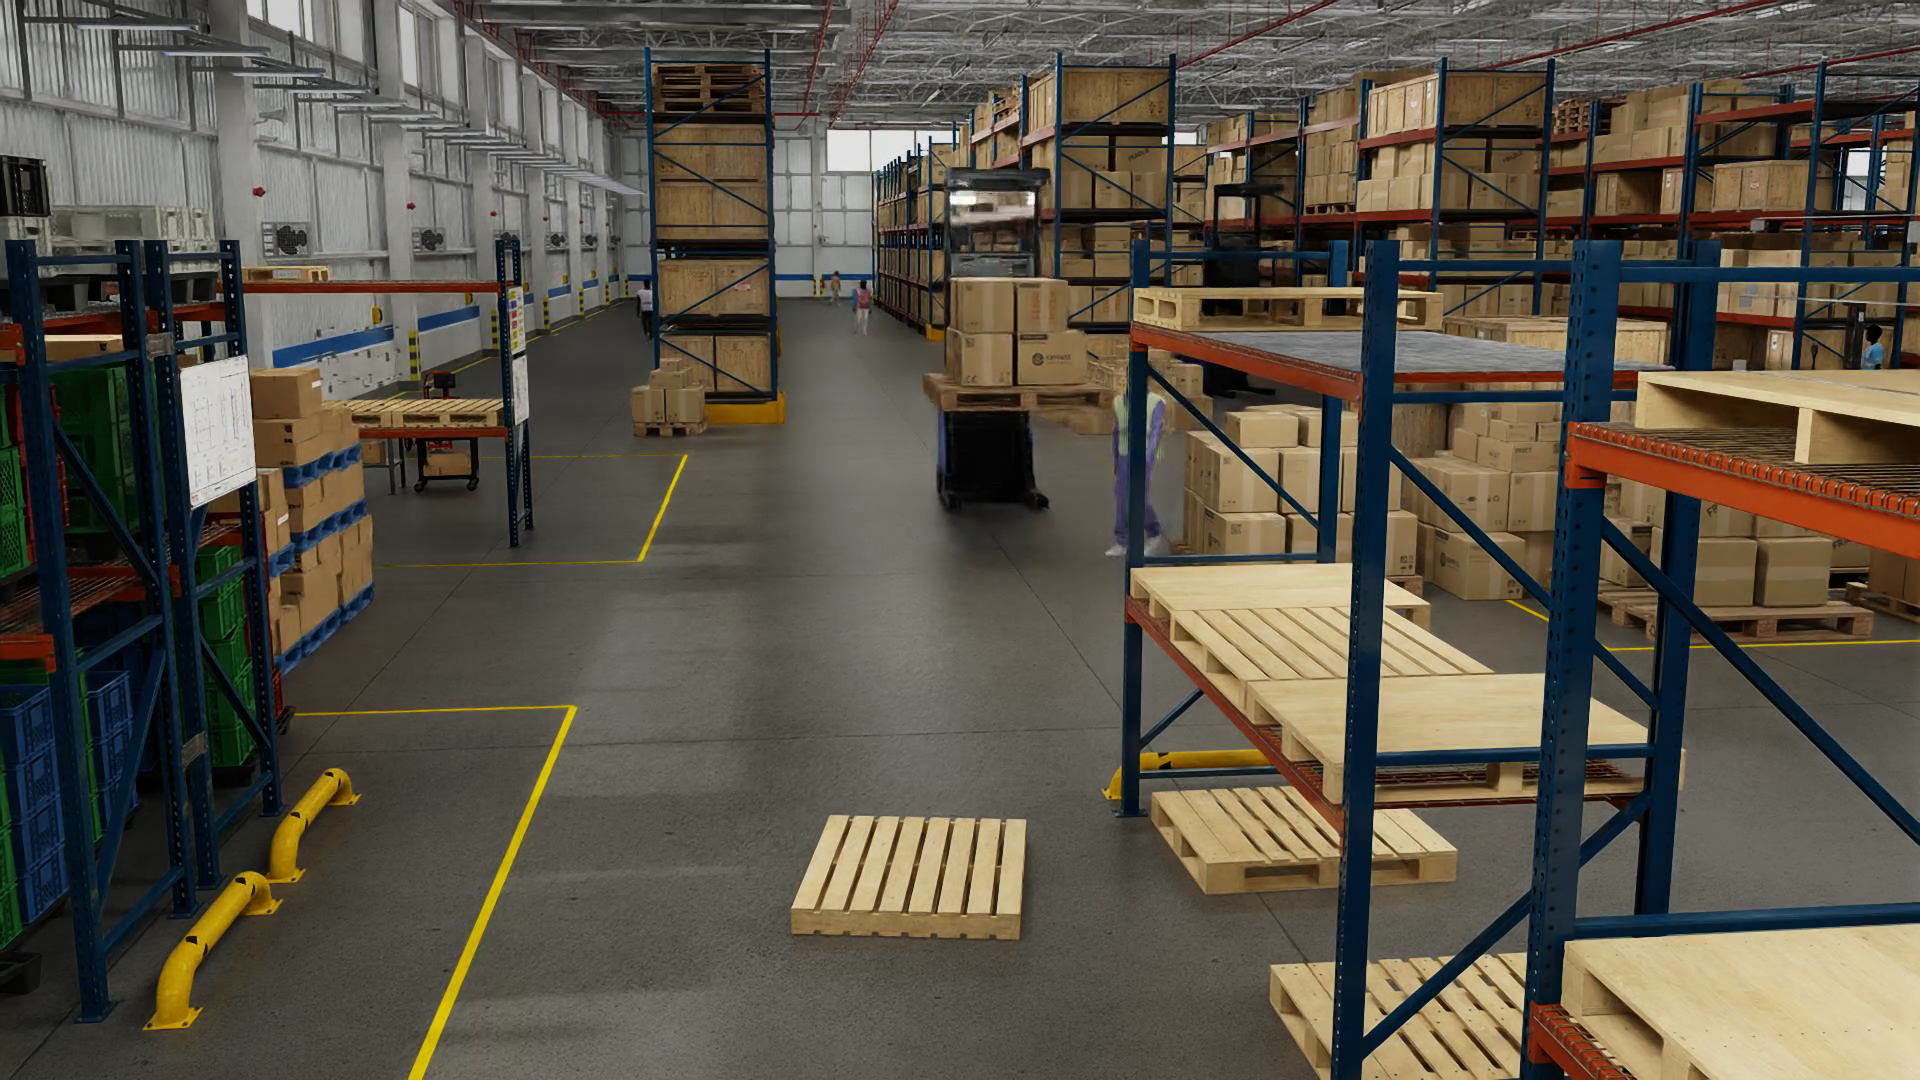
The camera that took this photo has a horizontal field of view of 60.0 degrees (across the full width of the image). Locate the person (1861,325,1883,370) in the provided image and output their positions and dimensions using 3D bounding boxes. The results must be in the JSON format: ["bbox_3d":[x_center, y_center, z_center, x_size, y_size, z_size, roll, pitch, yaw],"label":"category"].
[{"bbox_3d":[14.509,-2.577,26.485,0.319,1.698,0.539,3,11,16],"label":"person"}]

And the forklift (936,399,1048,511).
[{"bbox_3d":[0.327,-1.856,19.219,1.129,2.768,1.873,-1,10,-6],"label":"forklift"}]

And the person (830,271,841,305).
[{"bbox_3d":[-5.811,-11.721,77.387,0.670,1.616,0.523,-9,13,-40],"label":"person"}]

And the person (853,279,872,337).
[{"bbox_3d":[-3.039,-7.276,52.165,0.655,1.827,0.445,-5,12,-27],"label":"person"}]

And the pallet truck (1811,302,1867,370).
[{"bbox_3d":[15.846,-3.142,28.793,1.885,1.965,0.823,2,10,12],"label":"pallet truck"}]

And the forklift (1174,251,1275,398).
[{"bbox_3d":[5.131,-4.244,32.448,1.129,2.768,1.873,-6,12,-31],"label":"forklift"}]

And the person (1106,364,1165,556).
[{"bbox_3d":[1.683,-0.762,15.885,0.606,1.894,0.515,10,14,42],"label":"person"}]

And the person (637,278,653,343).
[{"bbox_3d":[-9.244,-6.786,49.250,0.616,1.900,0.501,-4,11,-19],"label":"person"}]
